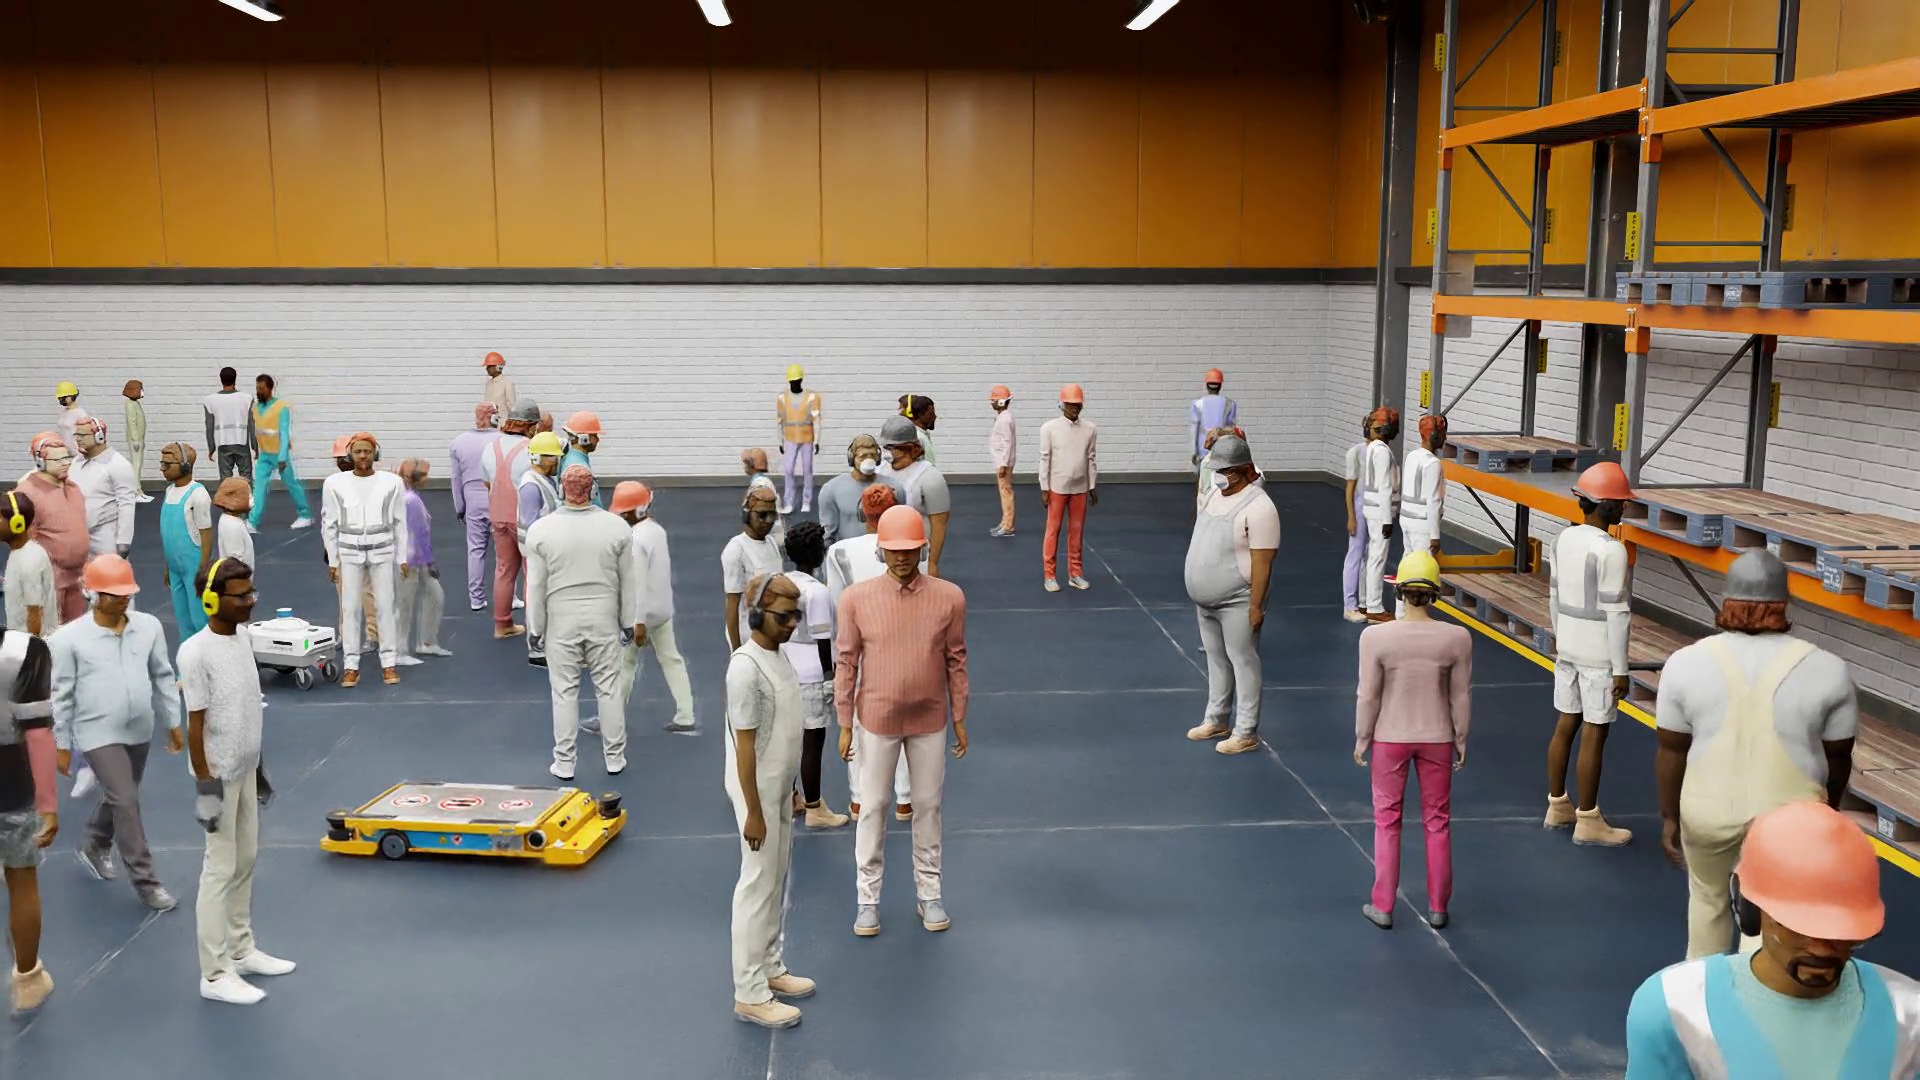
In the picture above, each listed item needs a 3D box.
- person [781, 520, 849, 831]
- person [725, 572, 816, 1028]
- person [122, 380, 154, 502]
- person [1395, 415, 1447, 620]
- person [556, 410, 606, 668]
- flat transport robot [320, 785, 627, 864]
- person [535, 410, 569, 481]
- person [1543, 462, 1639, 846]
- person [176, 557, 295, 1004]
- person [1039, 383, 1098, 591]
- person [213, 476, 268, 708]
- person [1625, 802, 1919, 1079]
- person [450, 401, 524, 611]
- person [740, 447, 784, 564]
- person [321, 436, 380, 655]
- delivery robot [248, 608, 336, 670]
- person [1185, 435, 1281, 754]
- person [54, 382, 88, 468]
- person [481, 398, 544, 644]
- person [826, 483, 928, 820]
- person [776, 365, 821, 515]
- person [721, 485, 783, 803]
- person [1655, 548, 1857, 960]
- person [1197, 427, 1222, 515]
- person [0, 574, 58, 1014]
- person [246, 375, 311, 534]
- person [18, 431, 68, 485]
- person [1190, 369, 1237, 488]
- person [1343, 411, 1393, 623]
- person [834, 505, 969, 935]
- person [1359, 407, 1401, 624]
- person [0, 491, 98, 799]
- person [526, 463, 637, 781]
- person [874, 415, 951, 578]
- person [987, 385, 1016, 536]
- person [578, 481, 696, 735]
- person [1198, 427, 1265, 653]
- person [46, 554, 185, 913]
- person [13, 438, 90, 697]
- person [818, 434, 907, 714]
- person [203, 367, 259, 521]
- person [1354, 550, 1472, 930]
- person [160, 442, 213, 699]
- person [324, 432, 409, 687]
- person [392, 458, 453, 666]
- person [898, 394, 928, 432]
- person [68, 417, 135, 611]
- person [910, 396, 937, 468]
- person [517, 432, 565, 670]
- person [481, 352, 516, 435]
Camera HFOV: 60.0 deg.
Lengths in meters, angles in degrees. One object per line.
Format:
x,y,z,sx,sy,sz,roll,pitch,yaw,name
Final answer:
-0.836,0.736,9.117,0.318,1.697,0.533,-6,11,-34,person
-0.779,1.037,6.770,0.330,1.839,0.519,1,9,8,person
-10.982,-1.318,22.206,0.278,1.633,0.507,-3,10,-19,person
3.833,-0.095,13.792,0.355,1.876,0.573,-1,9,-6,person
-2.917,-0.009,12.885,0.406,1.987,0.615,-4,10,-22,person
-2.568,1.490,8.842,1.431,0.197,0.652,1,9,7,flat transport robot
-4.302,-0.537,17.330,0.519,1.627,0.372,-3,9,-16,person
3.378,0.602,8.873,0.373,2.044,0.607,-2,9,-13,person
-3.054,0.992,6.981,0.310,1.865,0.532,0,9,3,person
1.046,-0.506,15.975,0.610,1.996,0.384,-4,10,-21,person
-5.046,0.365,11.642,0.266,1.631,0.507,-4,10,-25,person
1.627,1.496,3.321,0.609,2.034,0.427,1,9,7,person
-4.231,-0.302,14.996,0.654,1.899,0.406,1,9,6,person
-1.615,0.035,13.778,0.560,1.602,0.523,1,9,4,person
-4.870,0.038,13.301,0.572,1.754,0.319,3,10,20,person
-4.986,0.749,12.312,0.707,0.478,0.477,4,10,21,delivery robot
1.695,0.327,10.607,0.535,2.000,0.680,-4,10,-25,person
-10.633,-1.018,19.948,0.524,1.761,0.339,6,11,31,person
-3.586,-0.178,13.776,0.686,2.000,0.535,5,10,27,person
-0.450,0.625,9.230,0.577,1.882,0.349,1,9,5,person
-2.044,-1.255,20.983,0.607,1.890,0.845,1,9,6,person
-1.168,0.597,9.533,0.326,1.840,0.517,4,10,22,person
3.043,0.995,6.407,0.684,2.000,1.036,5,10,28,person
2.329,-0.221,15.301,0.310,1.640,0.514,3,9,17,person
-3.857,1.002,6.499,0.607,2.007,0.877,-3,9,-15,person
-8.095,-1.012,19.594,0.607,1.866,1.063,4,10,25,person
-7.445,-0.020,13.678,0.327,1.752,0.561,0,9,3,person
3.049,-1.108,20.039,0.548,1.895,0.910,2,9,10,person
3.581,-0.205,14.554,0.506,1.847,0.343,-6,11,-33,person
-0.262,0.823,7.633,0.623,1.992,0.391,-2,9,-10,person
3.661,-0.214,14.489,0.350,1.885,0.583,0,9,0,person
-5.155,0.635,9.234,0.578,1.855,0.544,-6,11,-32,person
-2.273,0.490,10.001,0.653,1.906,0.408,-3,10,-20,person
-0.434,0.111,11.964,0.681,2.000,0.536,7,12,38,person
0.482,-0.916,19.327,0.344,1.745,0.564,0,9,1,person
-2.130,0.456,10.831,0.836,1.699,0.606,2,9,12,person
2.175,0.022,13.133,0.373,1.843,0.572,-6,11,-31,person
-4.111,0.895,8.082,0.886,1.708,0.589,6,11,31,person
-6.260,0.240,11.574,0.399,1.907,0.644,1,9,7,person
-0.666,0.230,11.533,0.629,1.940,0.378,-3,10,-18,person
-8.818,-1.136,20.174,0.587,1.920,0.391,-3,10,-18,person
2.089,0.925,7.710,0.533,1.767,0.326,0,9,2,person
-5.531,0.219,11.898,0.508,1.846,0.345,6,11,35,person
-4.370,0.140,12.269,0.574,1.884,0.360,-3,9,-17,person
-4.179,0.173,12.890,0.610,1.615,0.534,-3,10,-18,person
-0.473,-0.506,16.398,0.332,1.862,0.518,2,9,15,person
-6.868,-0.028,13.255,0.638,1.909,0.407,4,10,23,person
-0.388,-0.374,15.387,0.394,1.920,0.587,0,9,-1,person
-3.203,0.074,12.854,0.403,1.828,0.597,0,9,-2,person
-6.237,-1.541,22.476,0.625,1.992,0.388,8,12,41,person
